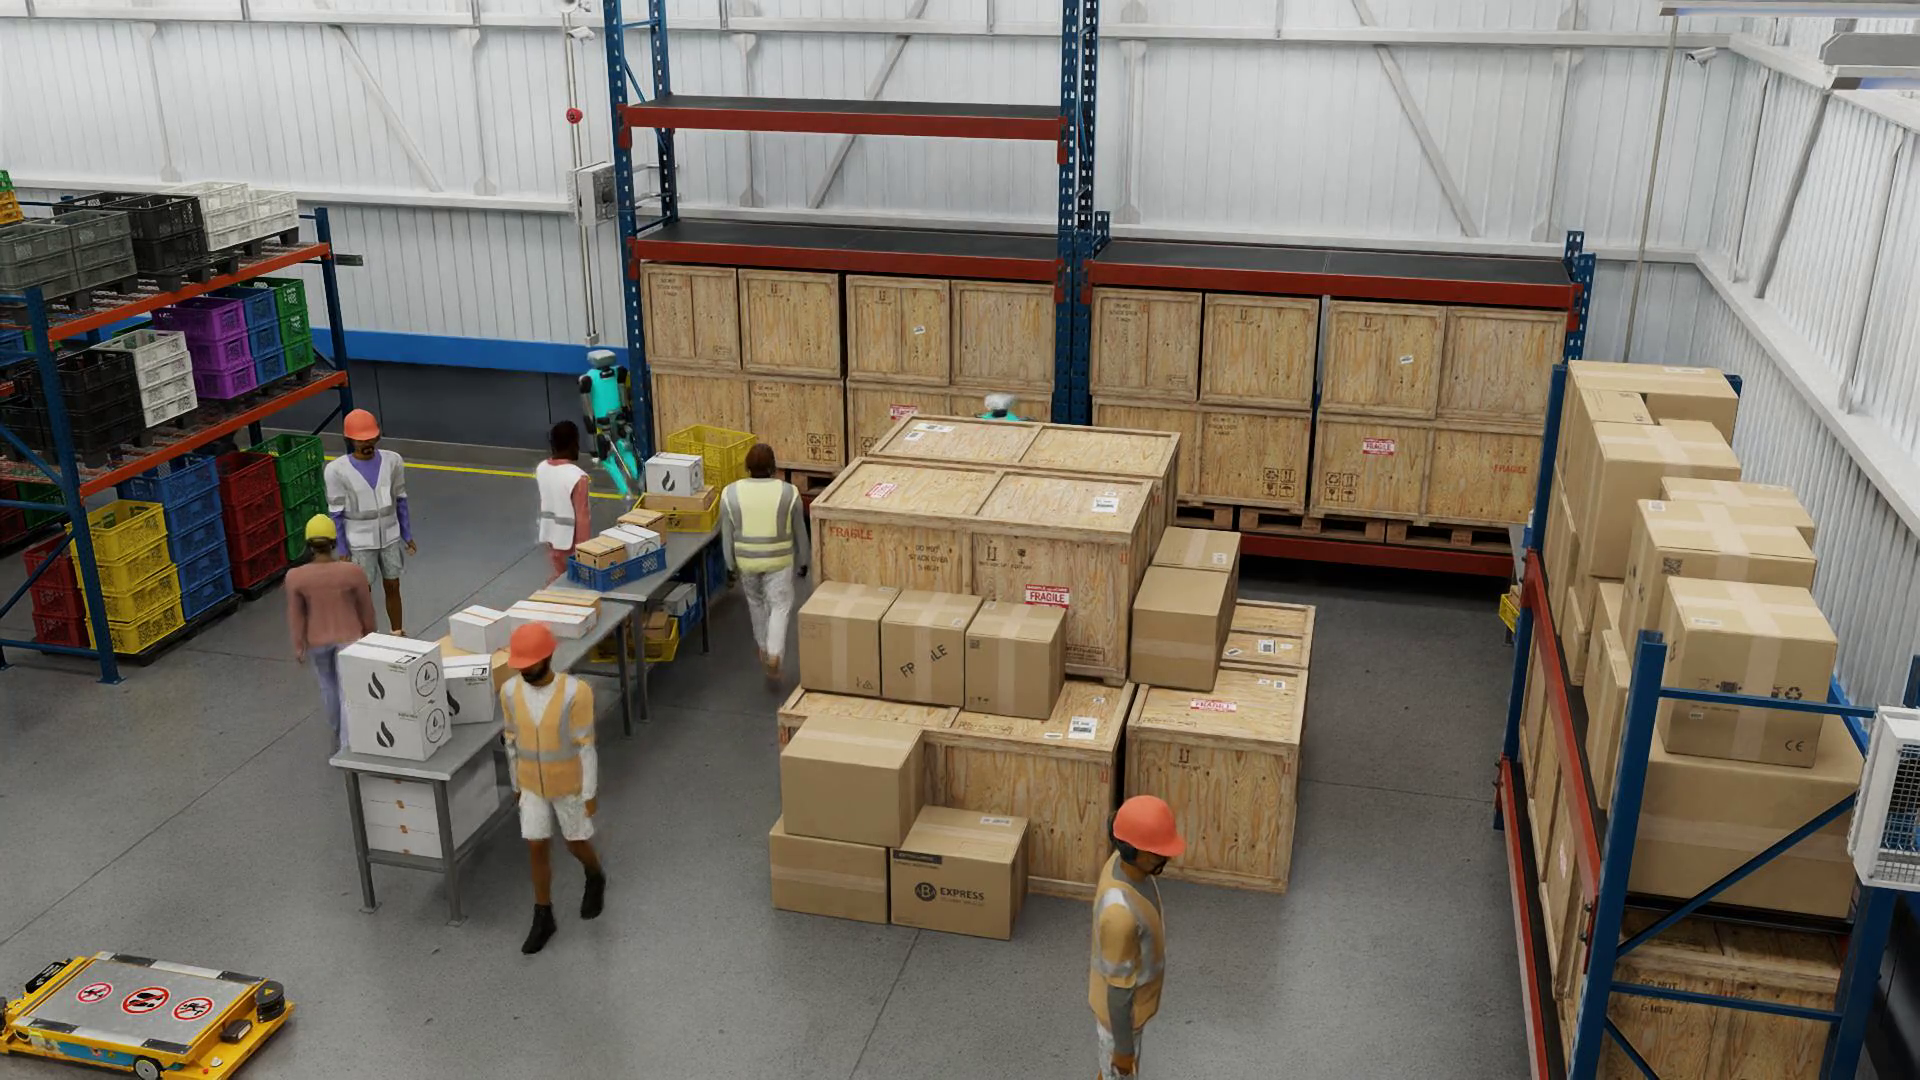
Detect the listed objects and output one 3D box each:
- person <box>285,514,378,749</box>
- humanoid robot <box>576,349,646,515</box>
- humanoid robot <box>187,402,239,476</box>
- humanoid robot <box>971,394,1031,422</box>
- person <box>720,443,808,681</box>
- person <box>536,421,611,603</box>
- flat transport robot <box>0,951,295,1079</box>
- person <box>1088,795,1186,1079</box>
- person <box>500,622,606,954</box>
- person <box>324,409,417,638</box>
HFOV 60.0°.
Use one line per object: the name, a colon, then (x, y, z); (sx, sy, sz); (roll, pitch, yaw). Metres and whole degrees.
person: (-4.249, 0.633, 11.339); (0.541, 1.718, 0.885); (-6, 22, -14)
humanoid robot: (-3.018, -0.805, 15.142); (0.801, 1.803, 0.533); (15, 26, 35)
humanoid robot: (-6.922, -0.949, 15.580); (0.588, 1.642, 0.589); (10, 23, 24)
humanoid robot: (0.424, -0.432, 14.145); (0.556, 1.794, 0.768); (7, 22, 19)
person: (-1.458, 0.163, 12.459); (0.631, 1.815, 0.814); (1, 21, 2)
person: (-2.893, -0.017, 12.805); (0.621, 1.894, 0.767); (17, 27, 37)
flat transport robot: (-4.270, 2.464, 8.601); (1.431, 0.231, 0.659); (5, 22, 13)
person: (0.757, 2.021, 7.280); (0.383, 2.039, 0.613); (4, 21, 9)
person: (-2.263, 1.333, 9.252); (0.553, 1.935, 0.571); (3, 21, 9)
person: (-4.422, -0.006, 12.579); (0.604, 2.044, 0.374); (-17, 27, -38)
